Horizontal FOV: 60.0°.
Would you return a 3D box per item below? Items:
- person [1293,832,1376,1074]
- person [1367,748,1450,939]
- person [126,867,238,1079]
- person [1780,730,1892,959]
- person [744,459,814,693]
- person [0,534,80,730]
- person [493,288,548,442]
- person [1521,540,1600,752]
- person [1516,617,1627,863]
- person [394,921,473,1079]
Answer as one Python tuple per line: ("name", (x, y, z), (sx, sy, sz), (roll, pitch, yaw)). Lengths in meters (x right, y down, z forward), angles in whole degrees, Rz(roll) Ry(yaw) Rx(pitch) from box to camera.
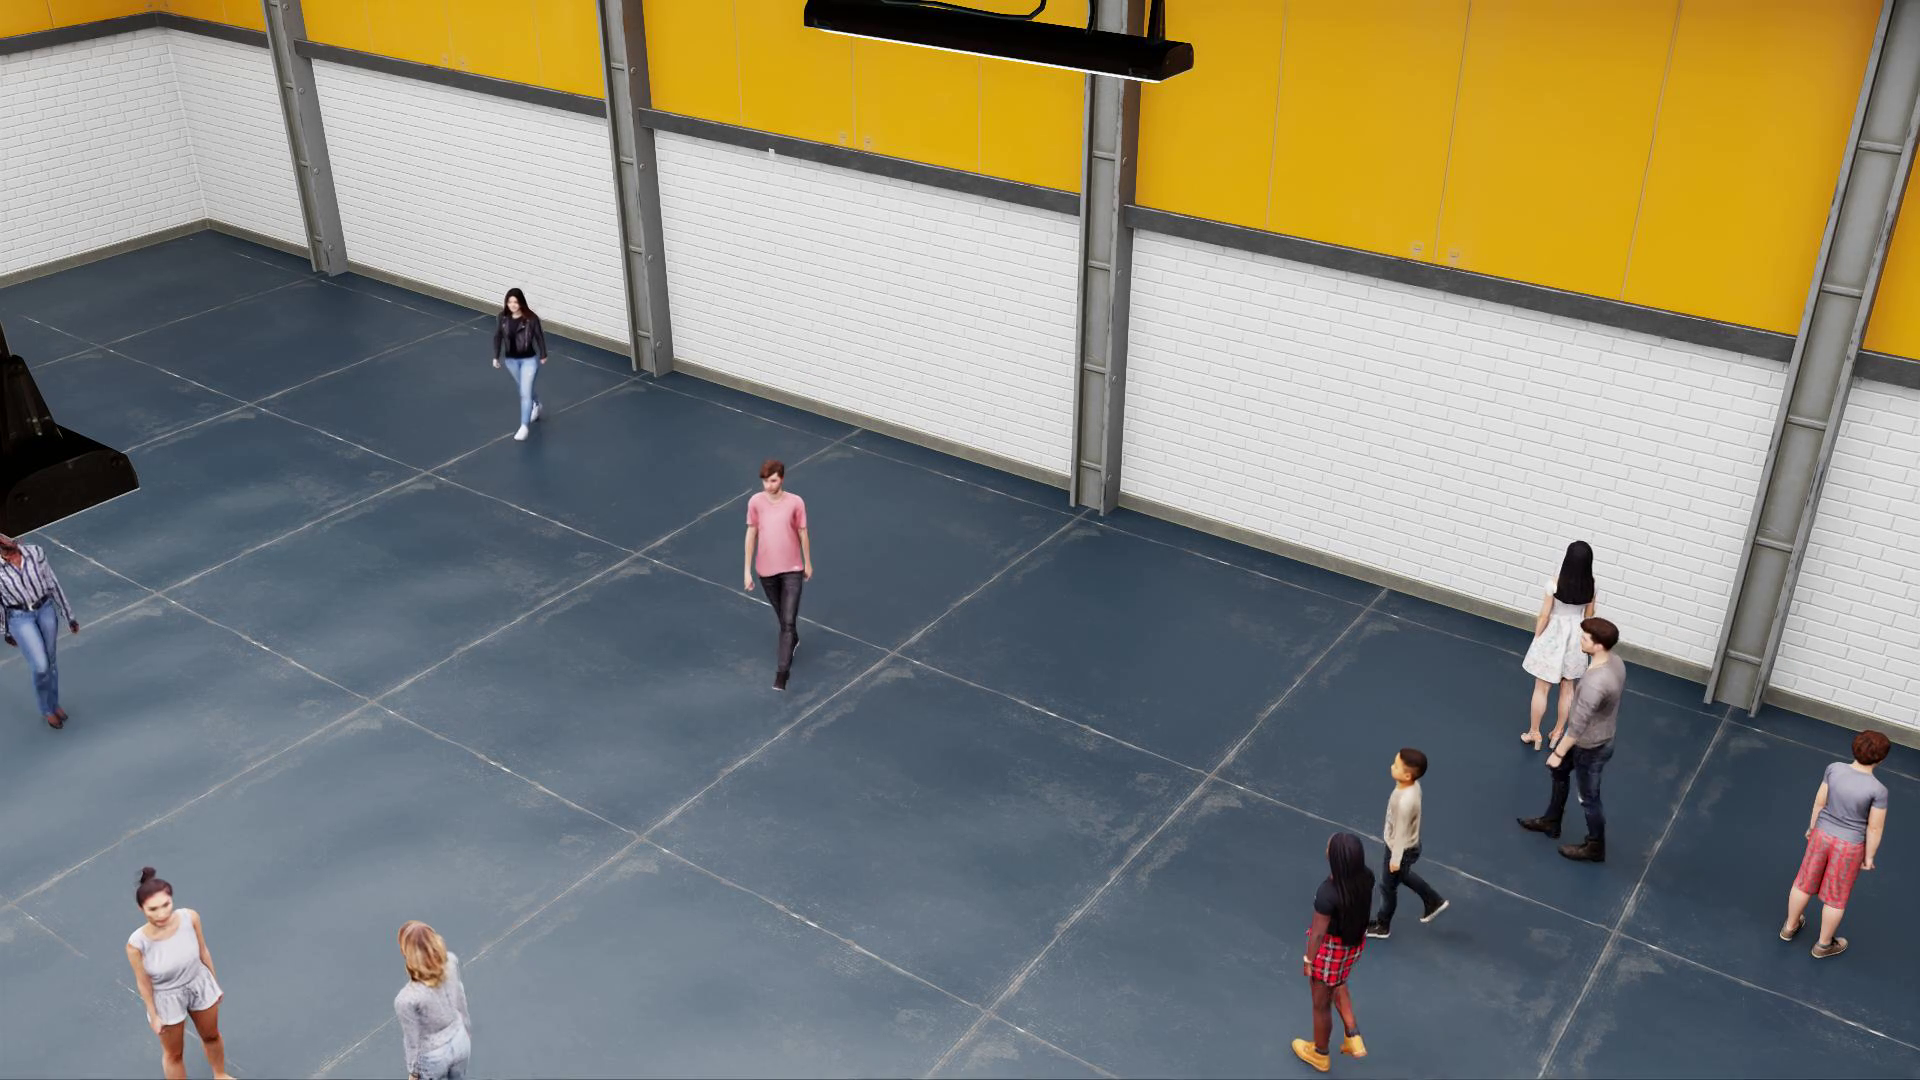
("person", (2.226, 2.420, 9.564), (0.705, 1.720, 0.782), (-21, 35, -33))
("person", (2.898, 1.970, 10.673), (0.912, 1.448, 0.748), (6, 29, 10))
("person", (-4.415, 2.559, 9.420), (0.530, 1.615, 0.587), (23, 36, 36))
("person", (5.573, 1.917, 10.558), (0.708, 1.650, 0.562), (-20, 34, -32))
("person", (-1.430, 0.199, 13.441), (1.240, 1.907, 1.089), (4, 29, 7))
("person", (-7.181, 0.619, 12.804), (0.661, 1.779, 0.637), (18, 33, 29))
("person", (-4.629, -1.919, 17.661), (1.162, 1.583, 1.027), (5, 29, 9))
("person", (4.512, 0.792, 12.491), (0.756, 1.775, 0.834), (-1, 29, -1))
("person", (4.368, 1.396, 11.271), (0.908, 1.884, 0.790), (13, 31, 22))
("person", (-2.698, 2.772, 8.857), (0.917, 1.778, 0.668), (14, 31, 23))
